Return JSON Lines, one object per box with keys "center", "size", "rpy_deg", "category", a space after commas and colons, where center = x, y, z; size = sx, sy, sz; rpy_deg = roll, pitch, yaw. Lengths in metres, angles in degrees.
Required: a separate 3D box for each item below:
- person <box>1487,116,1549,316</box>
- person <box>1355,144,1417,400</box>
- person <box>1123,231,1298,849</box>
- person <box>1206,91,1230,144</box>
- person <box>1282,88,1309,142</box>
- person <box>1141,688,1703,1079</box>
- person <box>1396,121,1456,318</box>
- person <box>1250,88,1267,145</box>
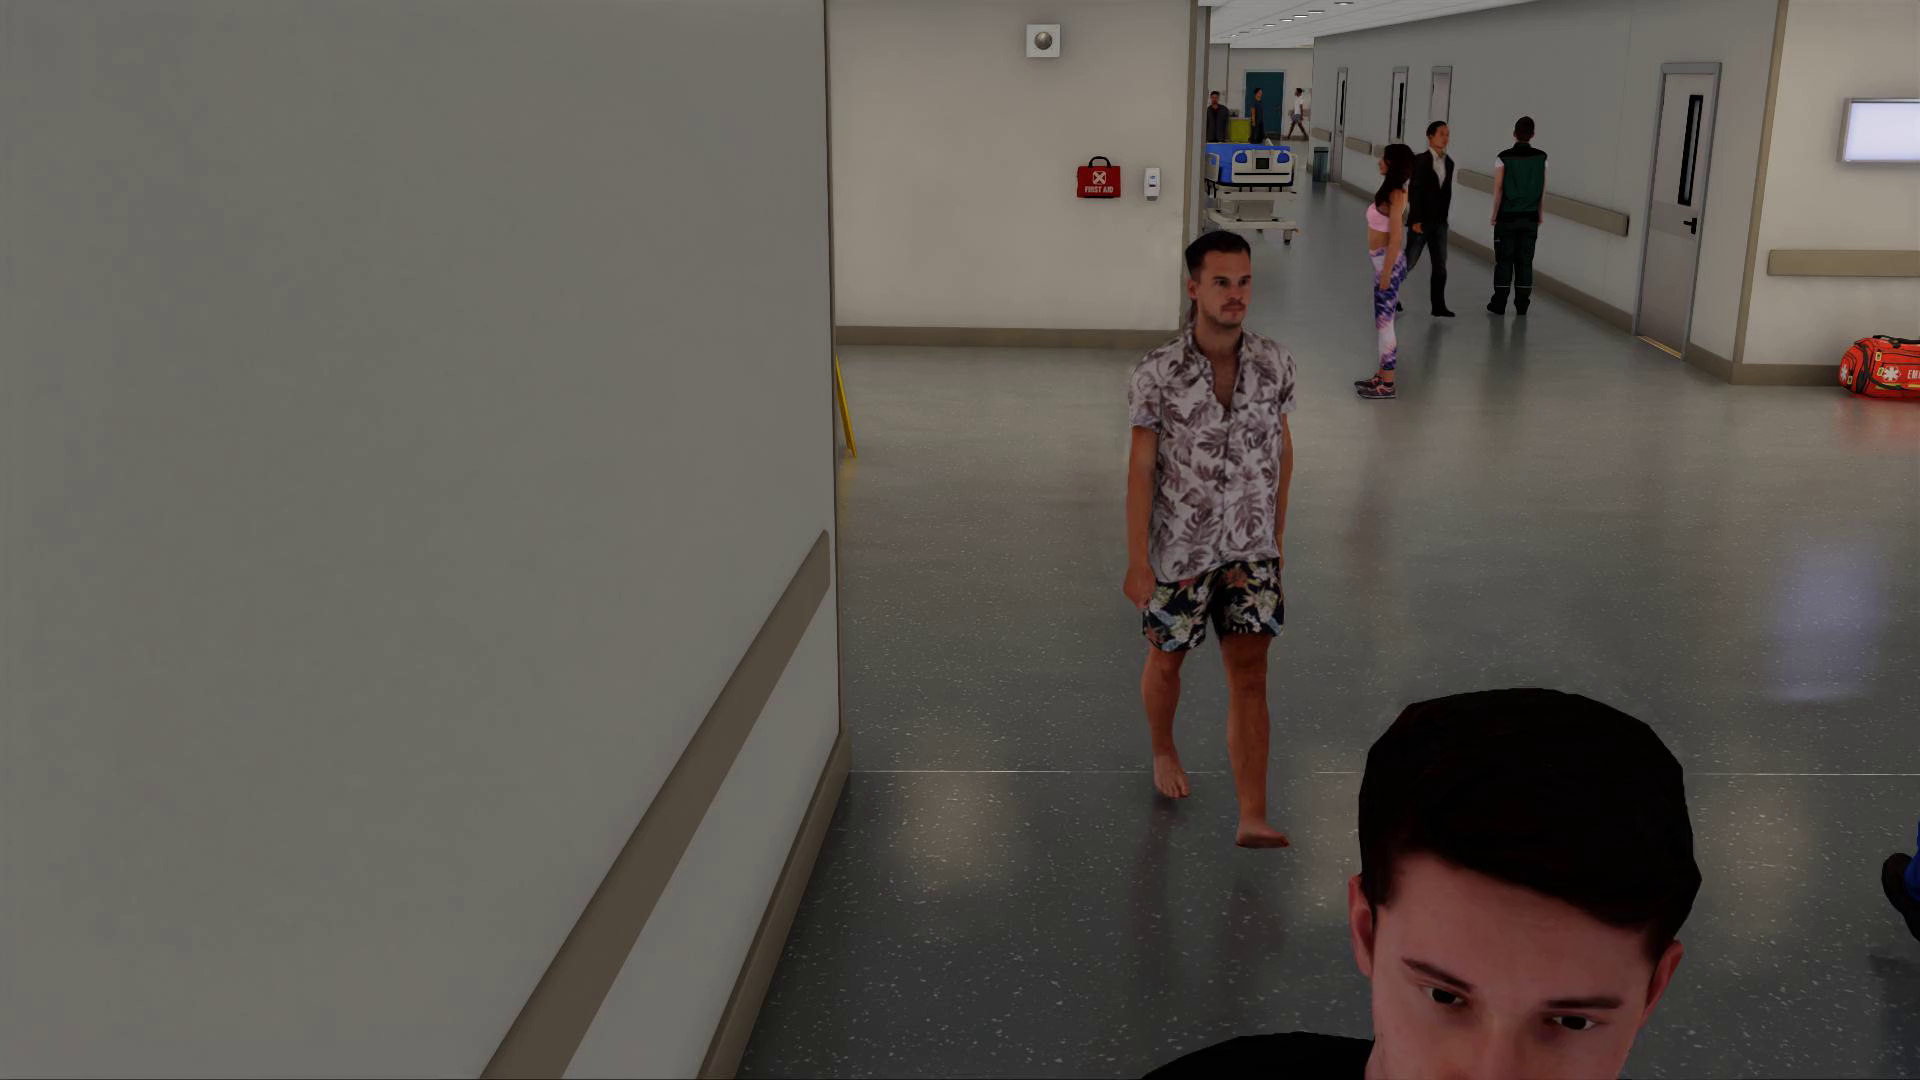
{"center": [5.273, -3.067, 15.744], "size": [0.525, 1.835, 0.689], "rpy_deg": [1, 16, 3], "category": "person"}
{"center": [3.016, -1.897, 11.728], "size": [0.578, 1.766, 0.631], "rpy_deg": [4, 16, 13], "category": "person"}
{"center": [0.714, -0.008, 5.008], "size": [1.127, 1.777, 0.924], "rpy_deg": [-2, 16, -7], "category": "person"}
{"center": [5.084, -7.955, 33.069], "size": [0.972, 1.847, 0.795], "rpy_deg": [3, 16, 10], "category": "person"}
{"center": [11.122, -13.857, 54.300], "size": [1.133, 1.684, 0.673], "rpy_deg": [0, 16, 2], "category": "person"}
{"center": [0.321, 0.980, 1.265], "size": [0.772, 1.907, 0.890], "rpy_deg": [6, 17, 20], "category": "person"}
{"center": [4.307, -2.986, 15.579], "size": [1.171, 1.773, 1.073], "rpy_deg": [-6, 17, -21], "category": "person"}
{"center": [7.981, -11.330, 45.127], "size": [0.769, 1.799, 0.826], "rpy_deg": [-14, 21, -40], "category": "person"}
